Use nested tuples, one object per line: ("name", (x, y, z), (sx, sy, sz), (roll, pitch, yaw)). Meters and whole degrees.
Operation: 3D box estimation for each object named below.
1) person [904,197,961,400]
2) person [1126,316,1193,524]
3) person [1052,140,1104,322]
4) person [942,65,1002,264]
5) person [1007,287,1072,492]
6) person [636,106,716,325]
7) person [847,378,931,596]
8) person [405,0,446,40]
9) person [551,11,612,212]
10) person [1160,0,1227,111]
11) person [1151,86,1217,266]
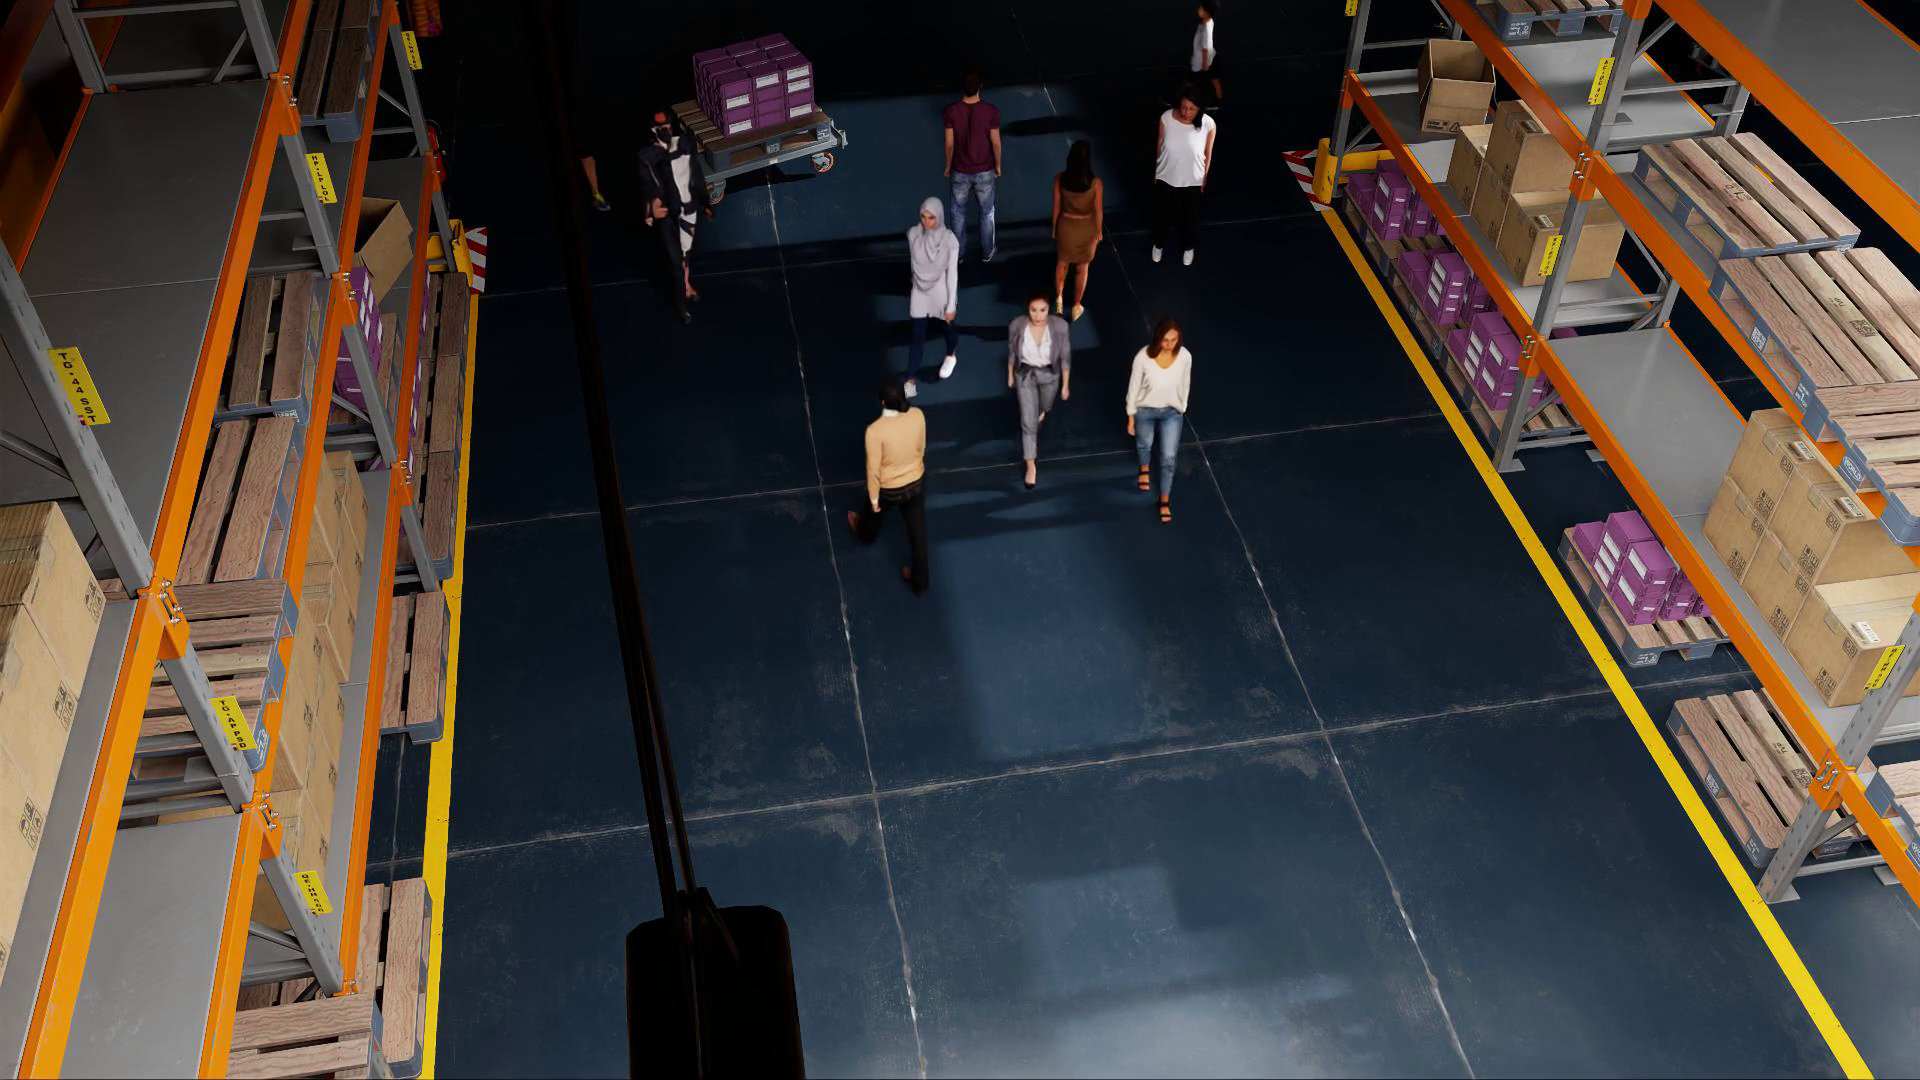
("person", (-0.160, -1.990, 13.163), (0.985, 1.742, 1.129), (18, 47, 18))
("person", (1.430, -1.006, 12.190), (0.729, 1.658, 0.911), (2, 44, 2))
("person", (0.940, -2.485, 13.730), (0.730, 1.676, 0.815), (13, 45, 13))
("person", (0.106, -3.241, 14.394), (0.699, 1.854, 0.624), (1, 44, 1))
("person", (0.588, -1.245, 12.453), (0.797, 1.641, 1.148), (1, 44, 1))
("person", (-2.424, -2.812, 13.931), (0.878, 1.871, 0.974), (-26, 49, -24))
("person", (-0.391, -0.332, 11.444), (0.962, 1.711, 1.237), (-23, 48, -22))
("person", (-5.777, -6.187, 17.622), (0.746, 1.667, 0.629), (-12, 45, -12))
("person", (-3.699, -3.951, 15.163), (0.970, 1.821, 1.316), (-26, 49, -24))
("person", (2.482, -4.801, 16.487), (0.808, 1.226, 0.893), (12, 45, 12))
("person", (1.921, -3.179, 14.451), (0.754, 1.685, 0.770), (13, 45, 13))
